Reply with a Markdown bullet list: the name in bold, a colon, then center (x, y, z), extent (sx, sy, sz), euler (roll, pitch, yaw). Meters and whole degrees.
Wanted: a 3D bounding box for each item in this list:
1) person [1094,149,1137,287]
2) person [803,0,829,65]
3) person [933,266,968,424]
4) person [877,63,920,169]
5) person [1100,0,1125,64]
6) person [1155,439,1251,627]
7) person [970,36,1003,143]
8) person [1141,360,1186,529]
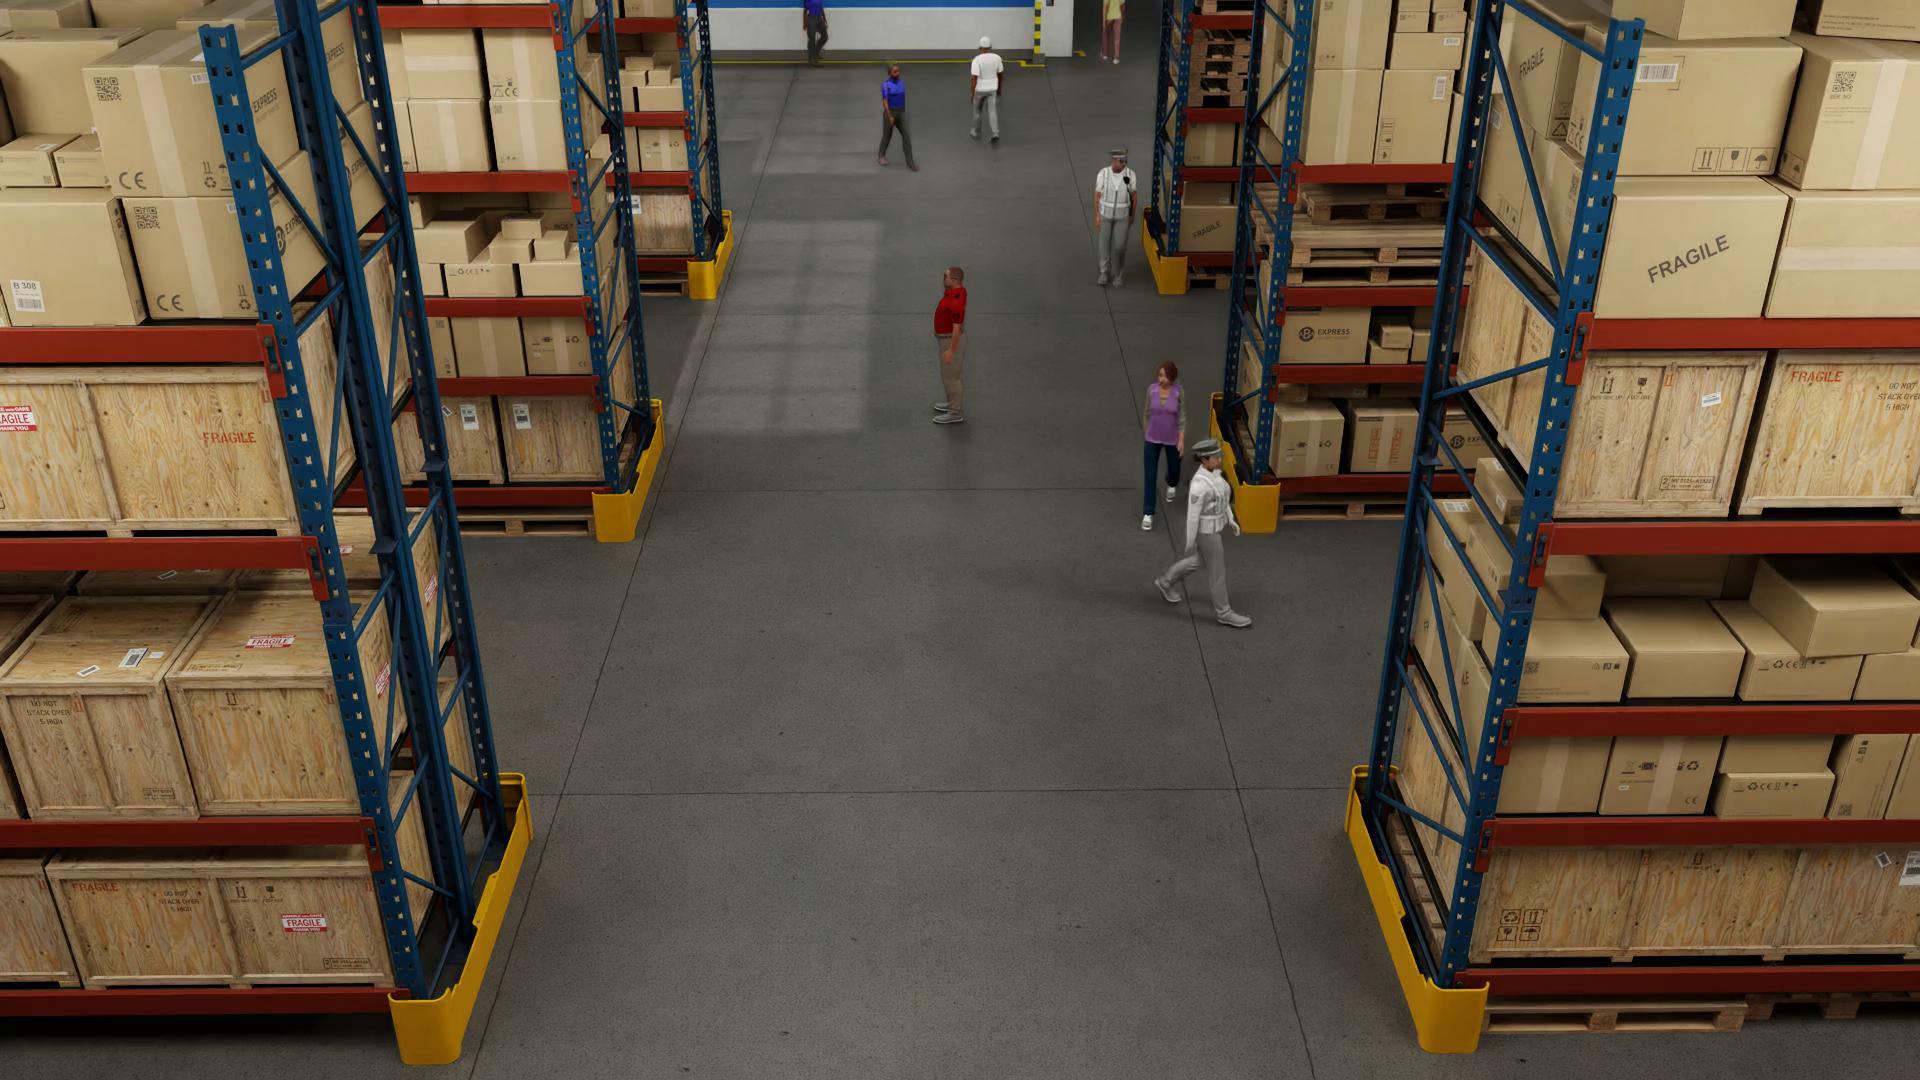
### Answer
- **person**: center (2.027, -4.229, 21.772), extent (0.552, 1.804, 0.440), euler (3, 28, 5)
- **person**: center (-2.924, -10.401, 33.340), extent (0.444, 1.652, 0.576), euler (22, 35, 35)
- **person**: center (-0.108, -2.114, 17.883), extent (0.382, 1.727, 0.520), euler (1, 28, 3)
- **person**: center (-1.013, -6.791, 26.673), extent (0.453, 1.627, 0.906), euler (-17, 33, -28)
- **person**: center (3.070, -10.492, 33.493), extent (0.471, 1.642, 0.866), euler (-1, 28, -3)
- **person**: center (2.123, -0.111, 14.197), extent (0.914, 1.653, 0.490), euler (12, 30, 21)
- **person**: center (0.435, -7.612, 28.074), extent (0.623, 1.738, 0.985), euler (-9, 30, -17)
- **person**: center (1.937, -0.951, 15.852), extent (0.416, 1.591, 0.753), euler (5, 29, 9)
